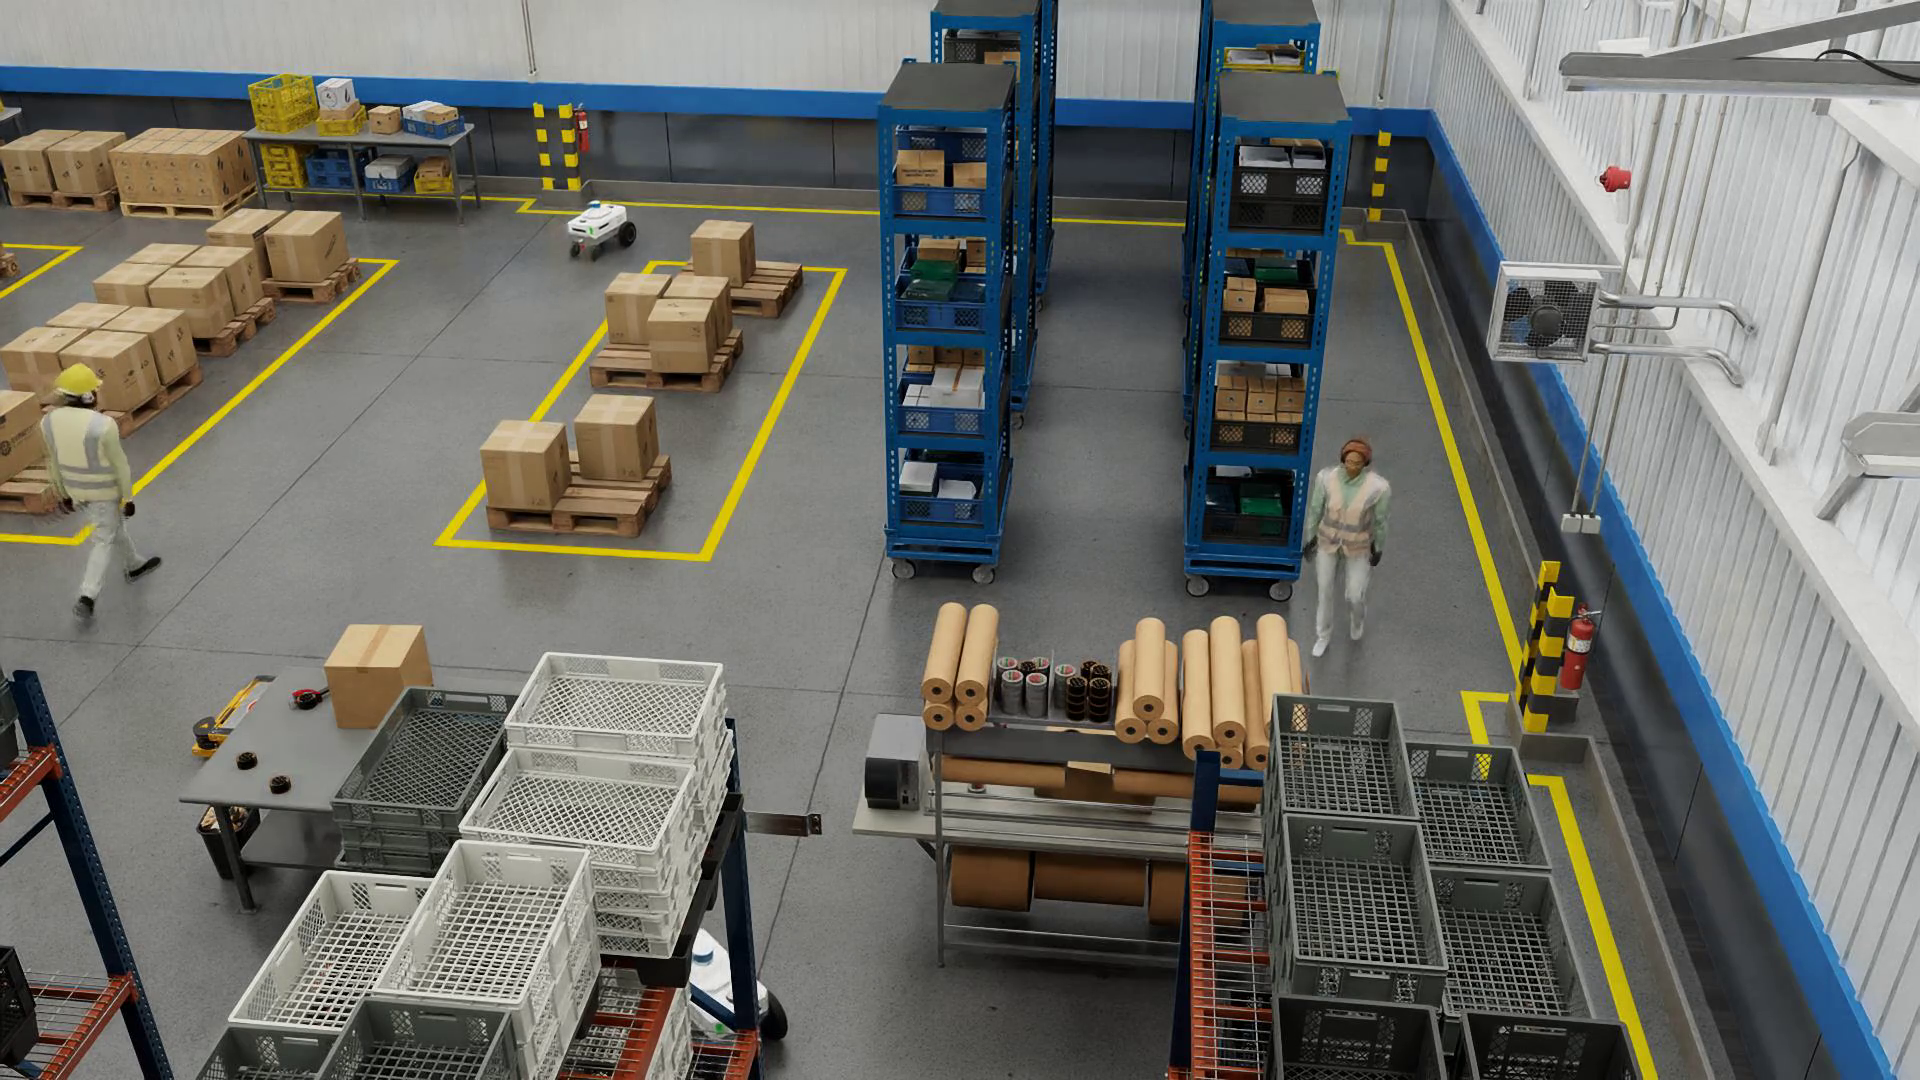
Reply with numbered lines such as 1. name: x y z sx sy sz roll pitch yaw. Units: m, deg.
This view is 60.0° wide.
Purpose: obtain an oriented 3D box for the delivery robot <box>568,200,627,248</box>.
1. delivery robot: -3.975 -3.479 18.251 0.477 0.478 0.707 13 33 21

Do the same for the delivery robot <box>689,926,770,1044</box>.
1. delivery robot: -1.285 2.243 8.423 0.477 0.478 0.707 -24 38 -35

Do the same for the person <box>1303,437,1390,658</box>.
1. person: 2.597 0.038 11.240 0.529 1.628 0.374 12 32 20

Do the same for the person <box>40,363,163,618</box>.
1. person: -6.152 -0.348 11.753 0.598 1.793 0.896 8 31 14
